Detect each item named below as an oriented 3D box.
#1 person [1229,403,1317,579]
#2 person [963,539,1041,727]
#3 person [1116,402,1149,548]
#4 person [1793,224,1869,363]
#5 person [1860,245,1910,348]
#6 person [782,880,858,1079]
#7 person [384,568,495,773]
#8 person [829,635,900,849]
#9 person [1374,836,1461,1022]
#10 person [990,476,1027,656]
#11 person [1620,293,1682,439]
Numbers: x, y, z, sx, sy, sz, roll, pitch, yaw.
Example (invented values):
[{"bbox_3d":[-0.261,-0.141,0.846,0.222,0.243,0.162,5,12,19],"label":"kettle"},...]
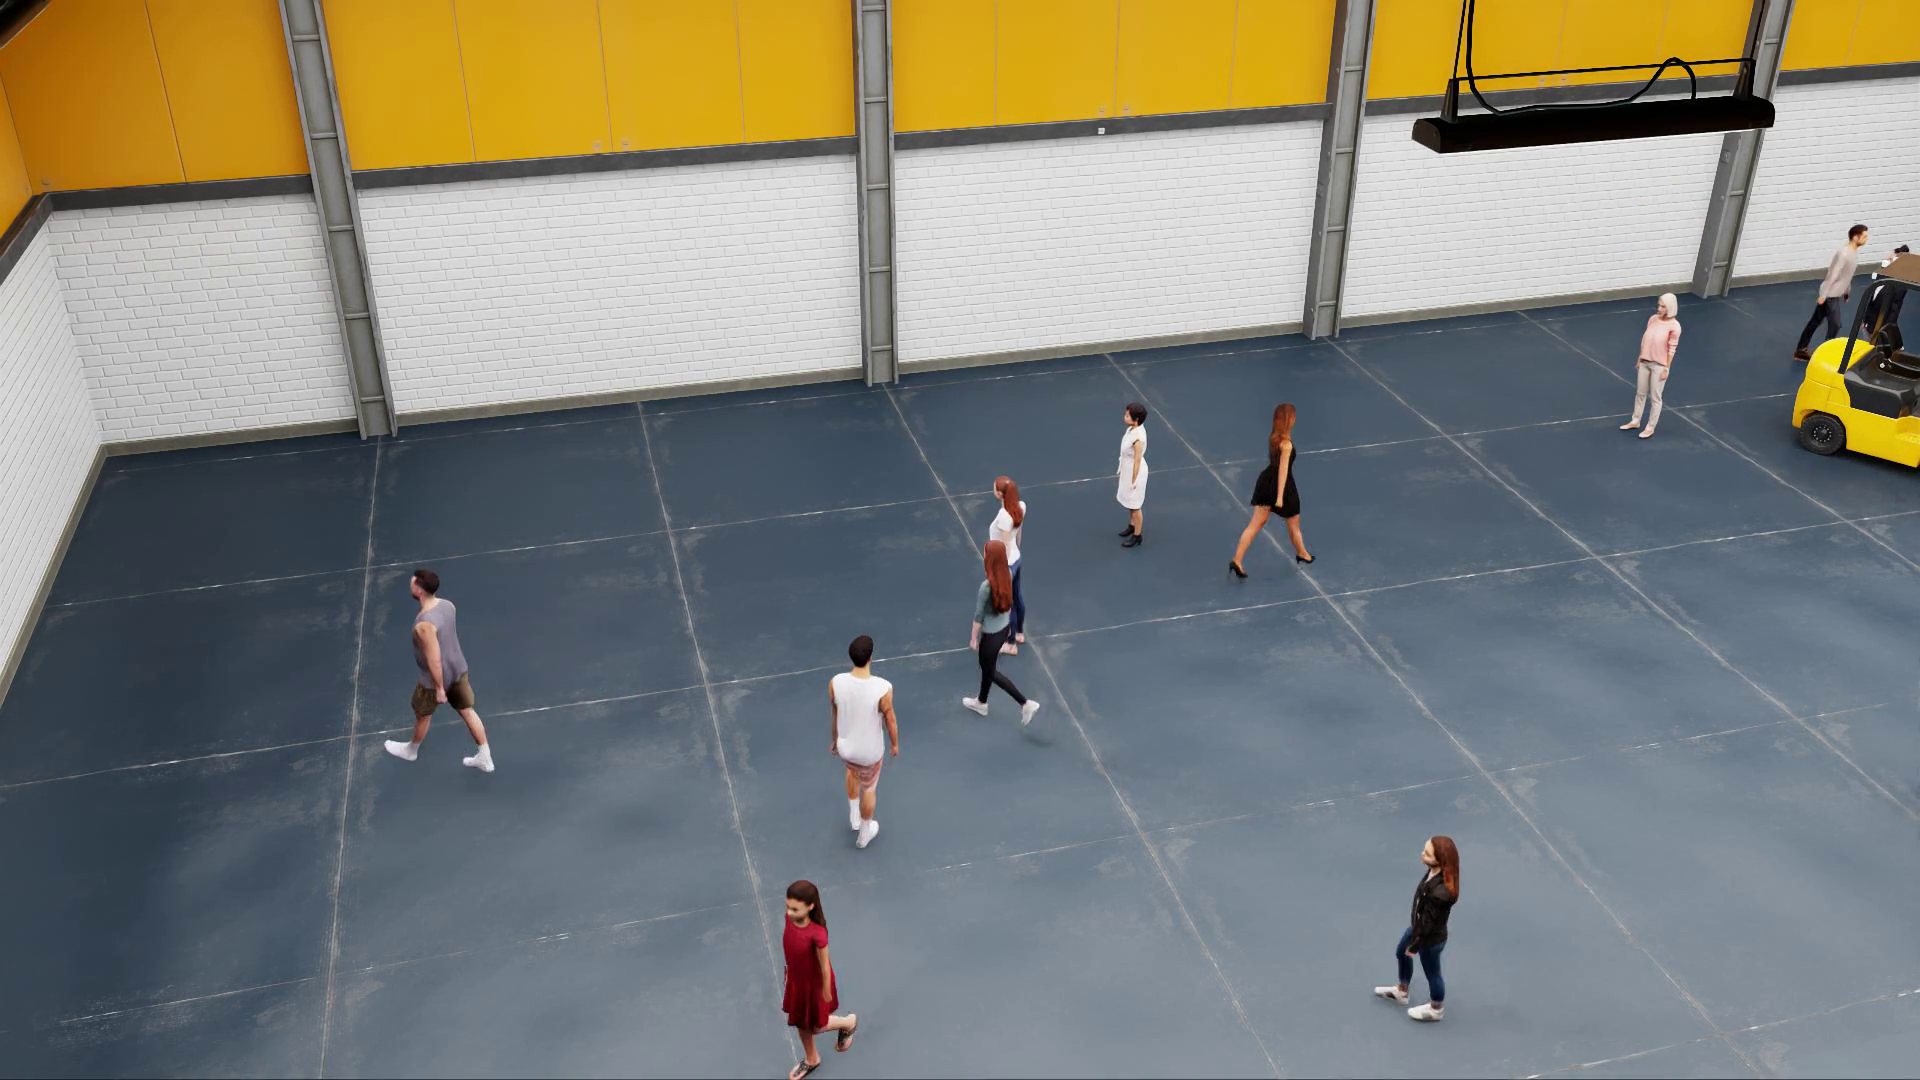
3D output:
[{"bbox_3d":[2.943,-0.414,16.055,1.163,1.765,0.597,-6,29,-11],"label":"person"},{"bbox_3d":[0.336,0.817,13.841,1.050,1.725,1.010,18,33,29],"label":"person"},{"bbox_3d":[1.760,-0.678,16.760,0.604,1.552,0.613,0,29,1],"label":"person"},{"bbox_3d":[10.839,-3.089,20.888,1.022,1.833,0.988,21,35,33],"label":"person"},{"bbox_3d":[10.986,-2.580,19.827,0.802,1.955,0.803,1,29,2],"label":"person"},{"bbox_3d":[-0.908,2.731,10.526,0.775,1.538,0.886,23,36,35],"label":"person"},{"bbox_3d":[-3.966,1.069,13.020,1.237,1.801,1.006,7,29,12],"label":"person"},{"bbox_3d":[-0.771,1.563,12.424,0.770,1.771,0.854,7,29,13],"label":"person"},{"bbox_3d":[3.156,2.565,10.906,0.778,1.465,0.700,3,29,5],"label":"person"},{"bbox_3d":[0.443,0.222,14.918,0.698,1.737,0.654,12,31,21],"label":"person"},{"bbox_3d":[7.961,-2.021,19.042,0.605,1.724,0.651,-15,32,-26],"label":"person"}]
